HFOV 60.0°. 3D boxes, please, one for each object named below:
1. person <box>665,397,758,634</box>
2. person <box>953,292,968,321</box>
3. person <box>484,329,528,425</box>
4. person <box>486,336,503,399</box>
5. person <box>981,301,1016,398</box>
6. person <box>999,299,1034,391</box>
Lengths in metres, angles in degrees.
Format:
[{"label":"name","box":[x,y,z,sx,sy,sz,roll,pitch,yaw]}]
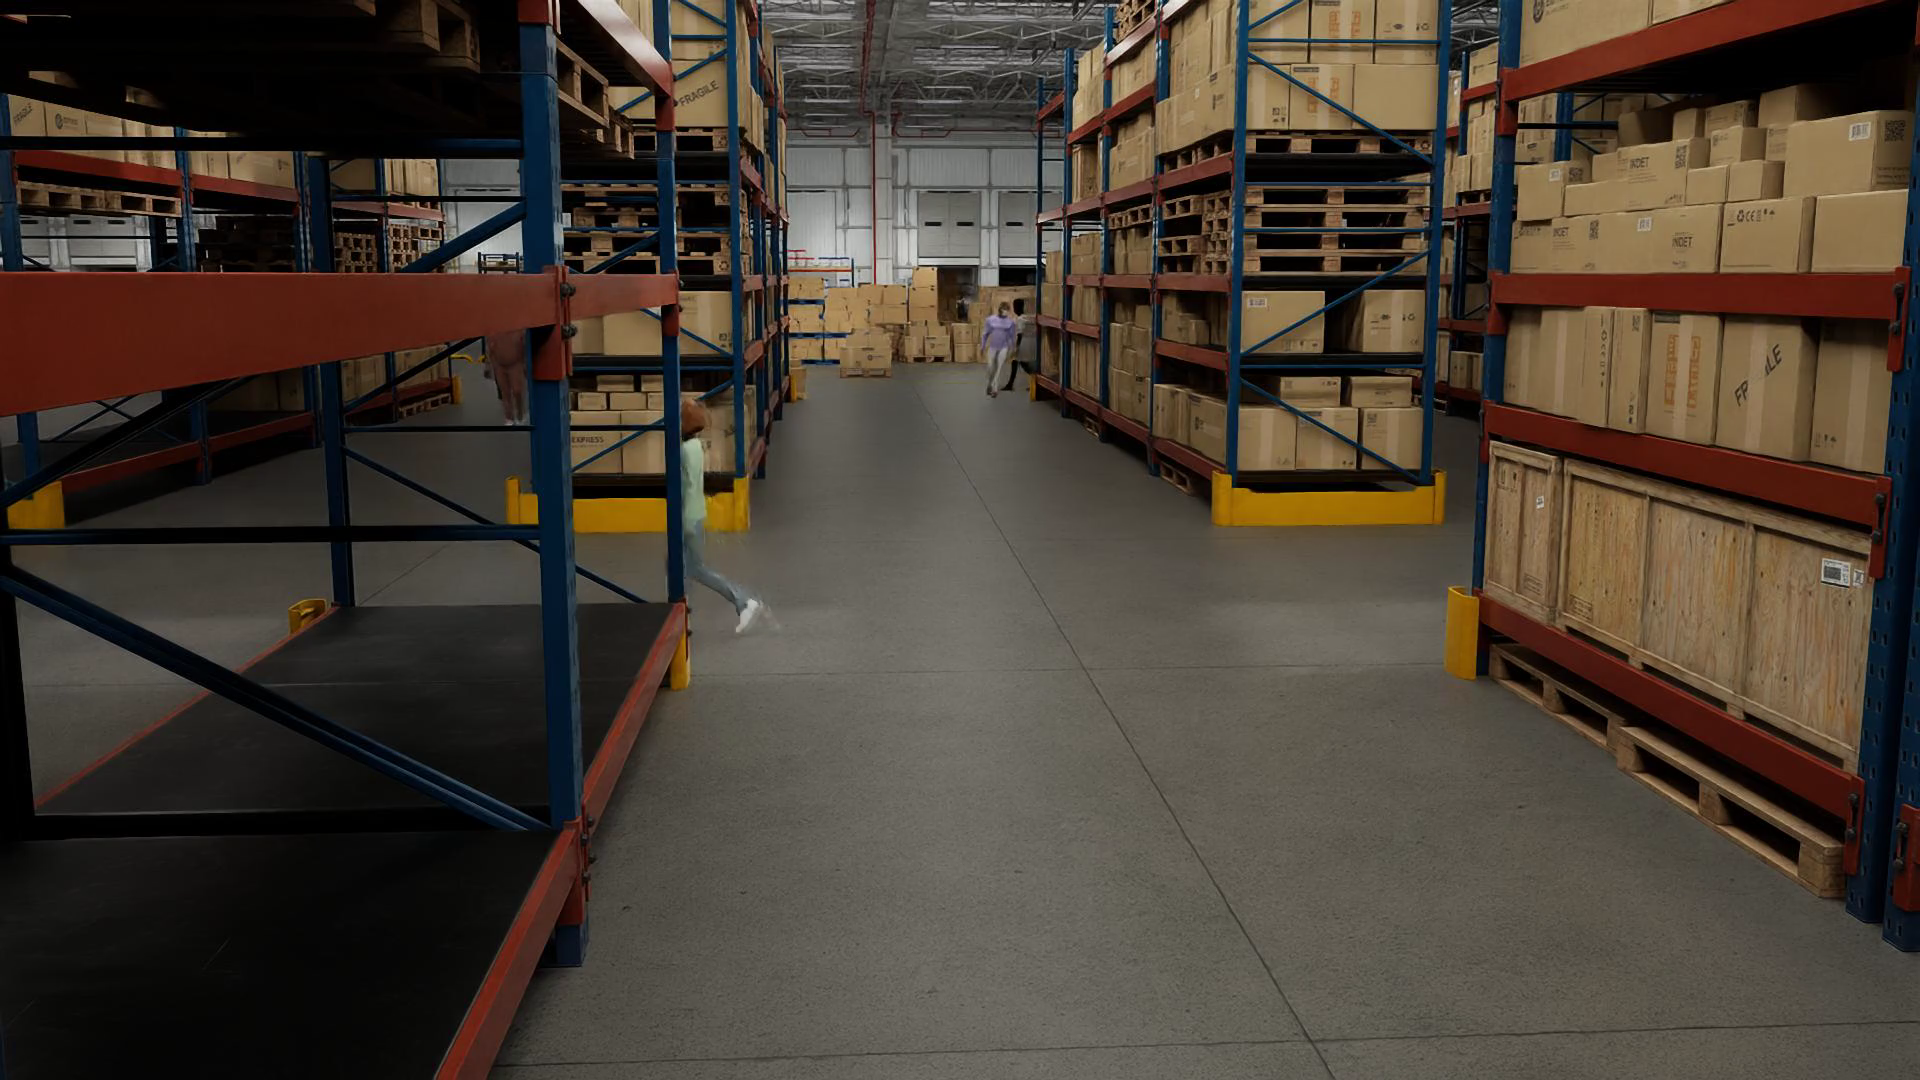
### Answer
[{"label":"person","box":[-1.729,-0.139,10.985,0.704,1.612,0.504,-2,9,-10]},{"label":"person","box":[-0.018,-8.104,60.401,1.004,1.788,0.529,-8,12,-40]},{"label":"person","box":[-7.134,-2.686,26.131,0.664,1.869,0.886,0,9,-2]},{"label":"person","box":[-8.983,-3.707,32.527,0.560,1.892,0.983,-2,9,-15]},{"label":"person","box":[0.760,-3.738,32.664,0.675,1.902,0.428,0,9,0]},{"label":"person","box":[1.276,-4.009,34.377,0.877,1.947,0.619,0,9,1]}]
